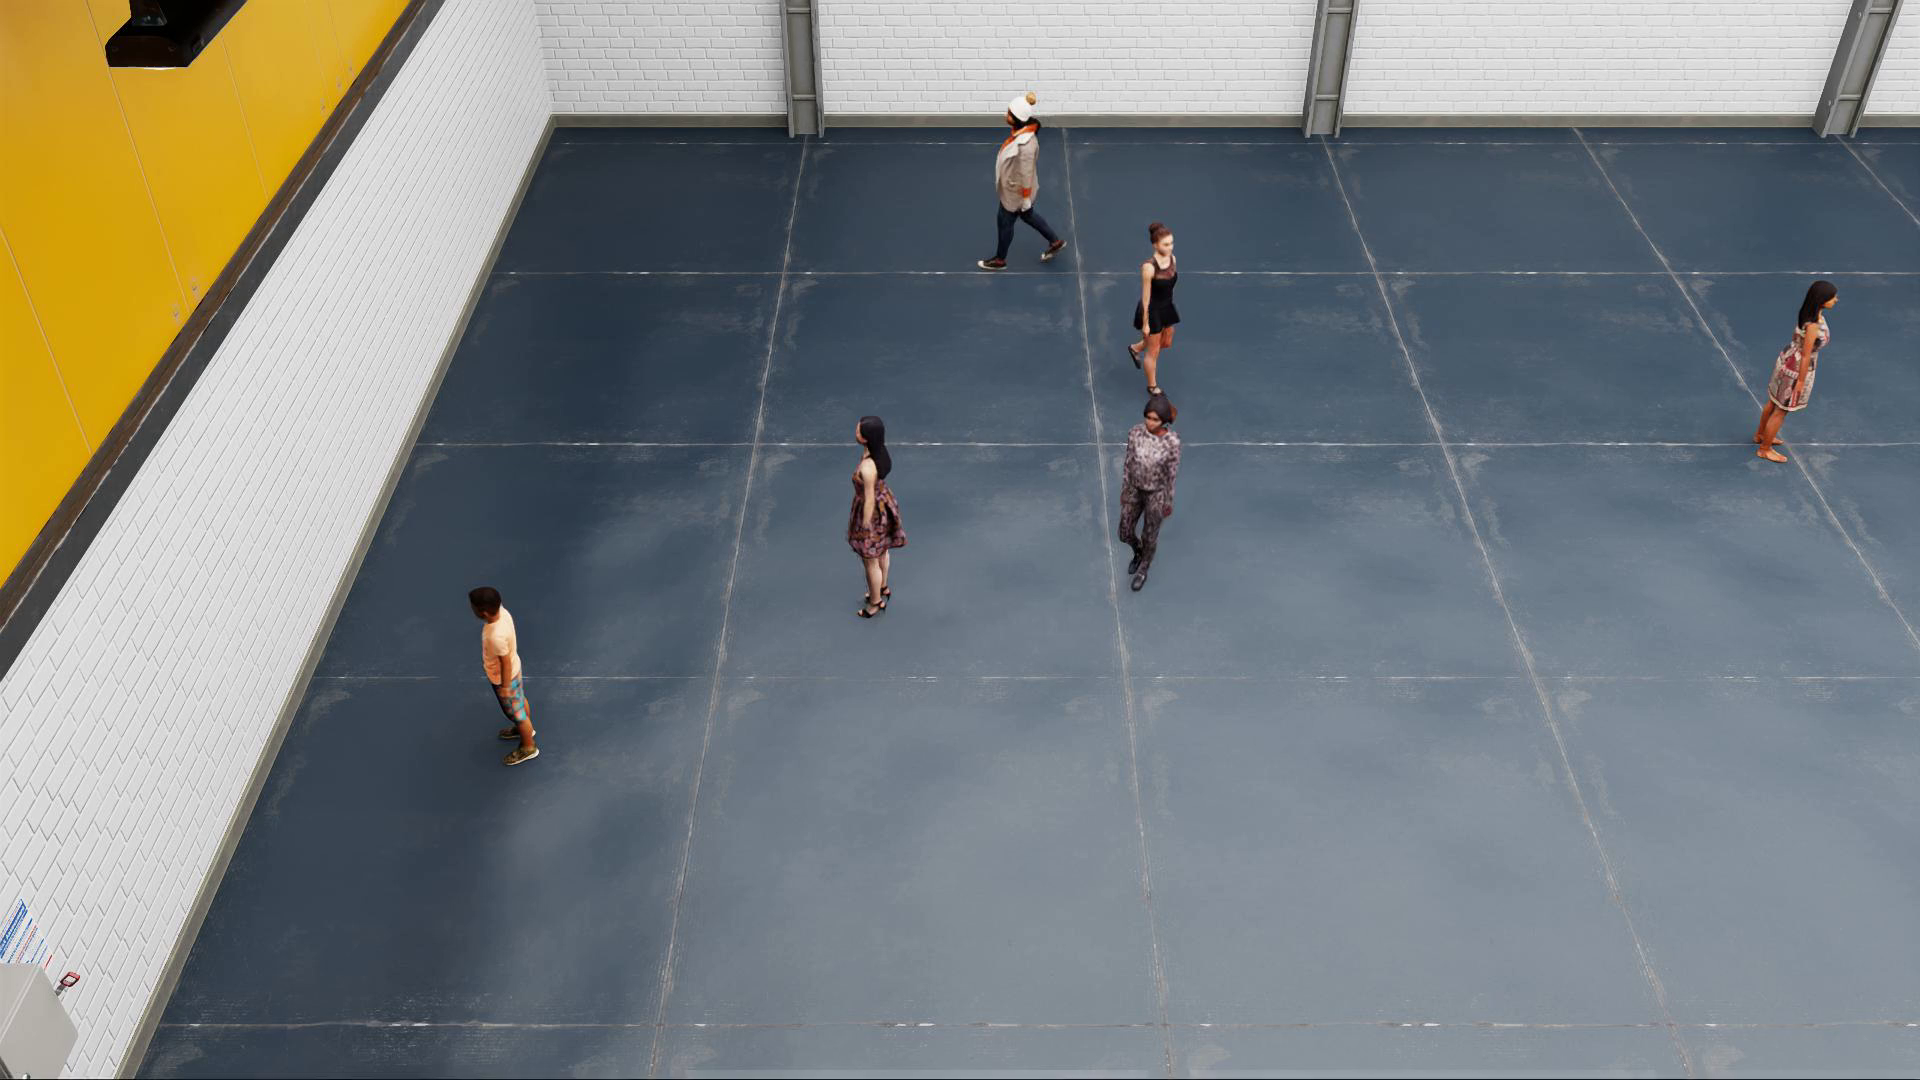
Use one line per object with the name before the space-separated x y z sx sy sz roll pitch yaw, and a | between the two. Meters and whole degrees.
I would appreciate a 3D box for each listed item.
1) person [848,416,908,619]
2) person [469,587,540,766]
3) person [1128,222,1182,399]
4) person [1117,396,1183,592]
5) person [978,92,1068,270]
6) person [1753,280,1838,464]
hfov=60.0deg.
person | -0.624 -0.178 12.267 0.718 1.774 0.711 7 39 9
person | -3.057 0.876 11.198 0.562 1.461 0.575 -10 40 -12
person | 1.678 -2.042 14.691 0.846 1.663 0.893 -29 47 -31
person | 1.454 -0.390 12.587 0.694 1.707 0.764 18 42 21
person | 0.678 -3.532 16.395 1.113 1.865 0.671 1 39 1
person | 7.003 -1.441 13.952 0.626 1.645 0.703 10 40 12
